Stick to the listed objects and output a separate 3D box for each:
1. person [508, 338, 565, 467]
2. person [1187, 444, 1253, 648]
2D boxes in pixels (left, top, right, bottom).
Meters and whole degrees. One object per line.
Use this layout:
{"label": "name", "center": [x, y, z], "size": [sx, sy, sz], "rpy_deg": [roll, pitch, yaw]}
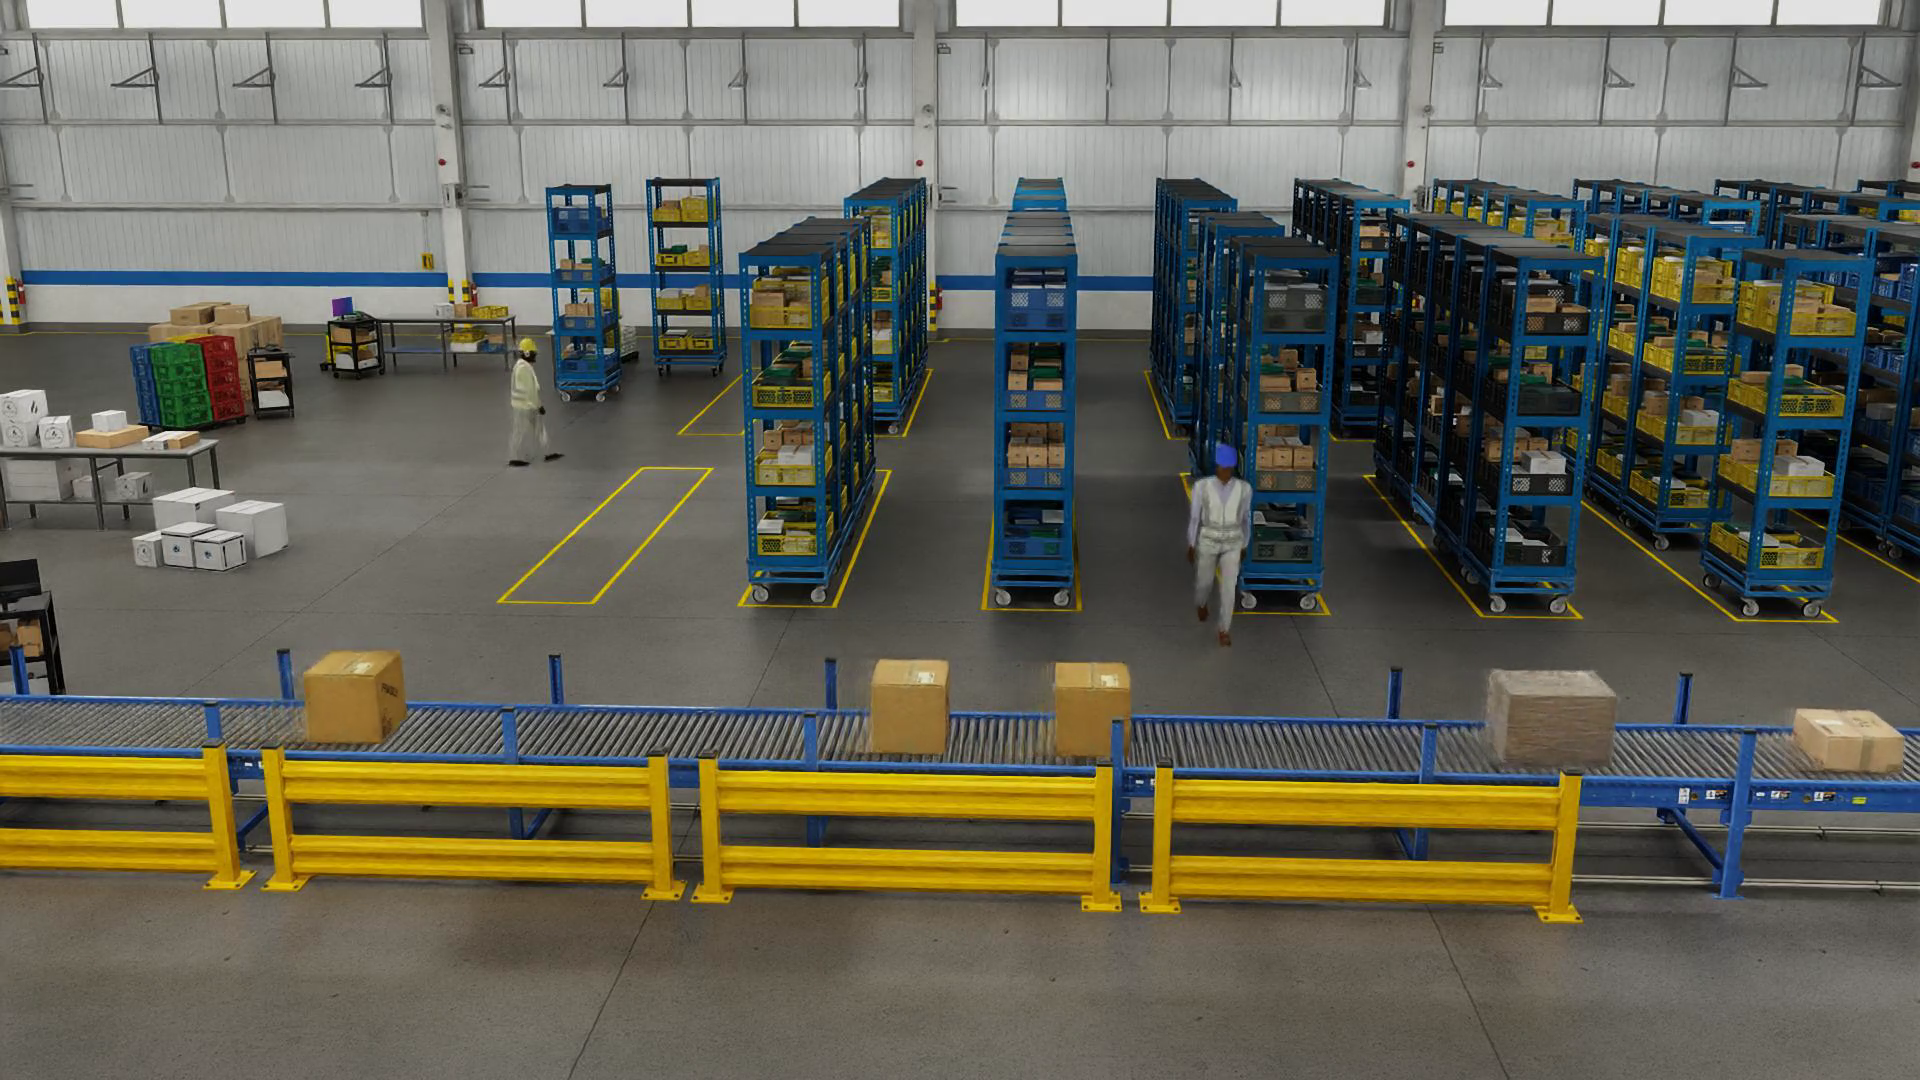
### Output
{"label": "person", "center": [-5.961, -1.912, 23.241], "size": [0.871, 1.793, 0.612], "rpy_deg": [-3, 15, -9]}
{"label": "person", "center": [2.466, 0.008, 15.852], "size": [0.619, 1.931, 0.727], "rpy_deg": [0, 15, 1]}
